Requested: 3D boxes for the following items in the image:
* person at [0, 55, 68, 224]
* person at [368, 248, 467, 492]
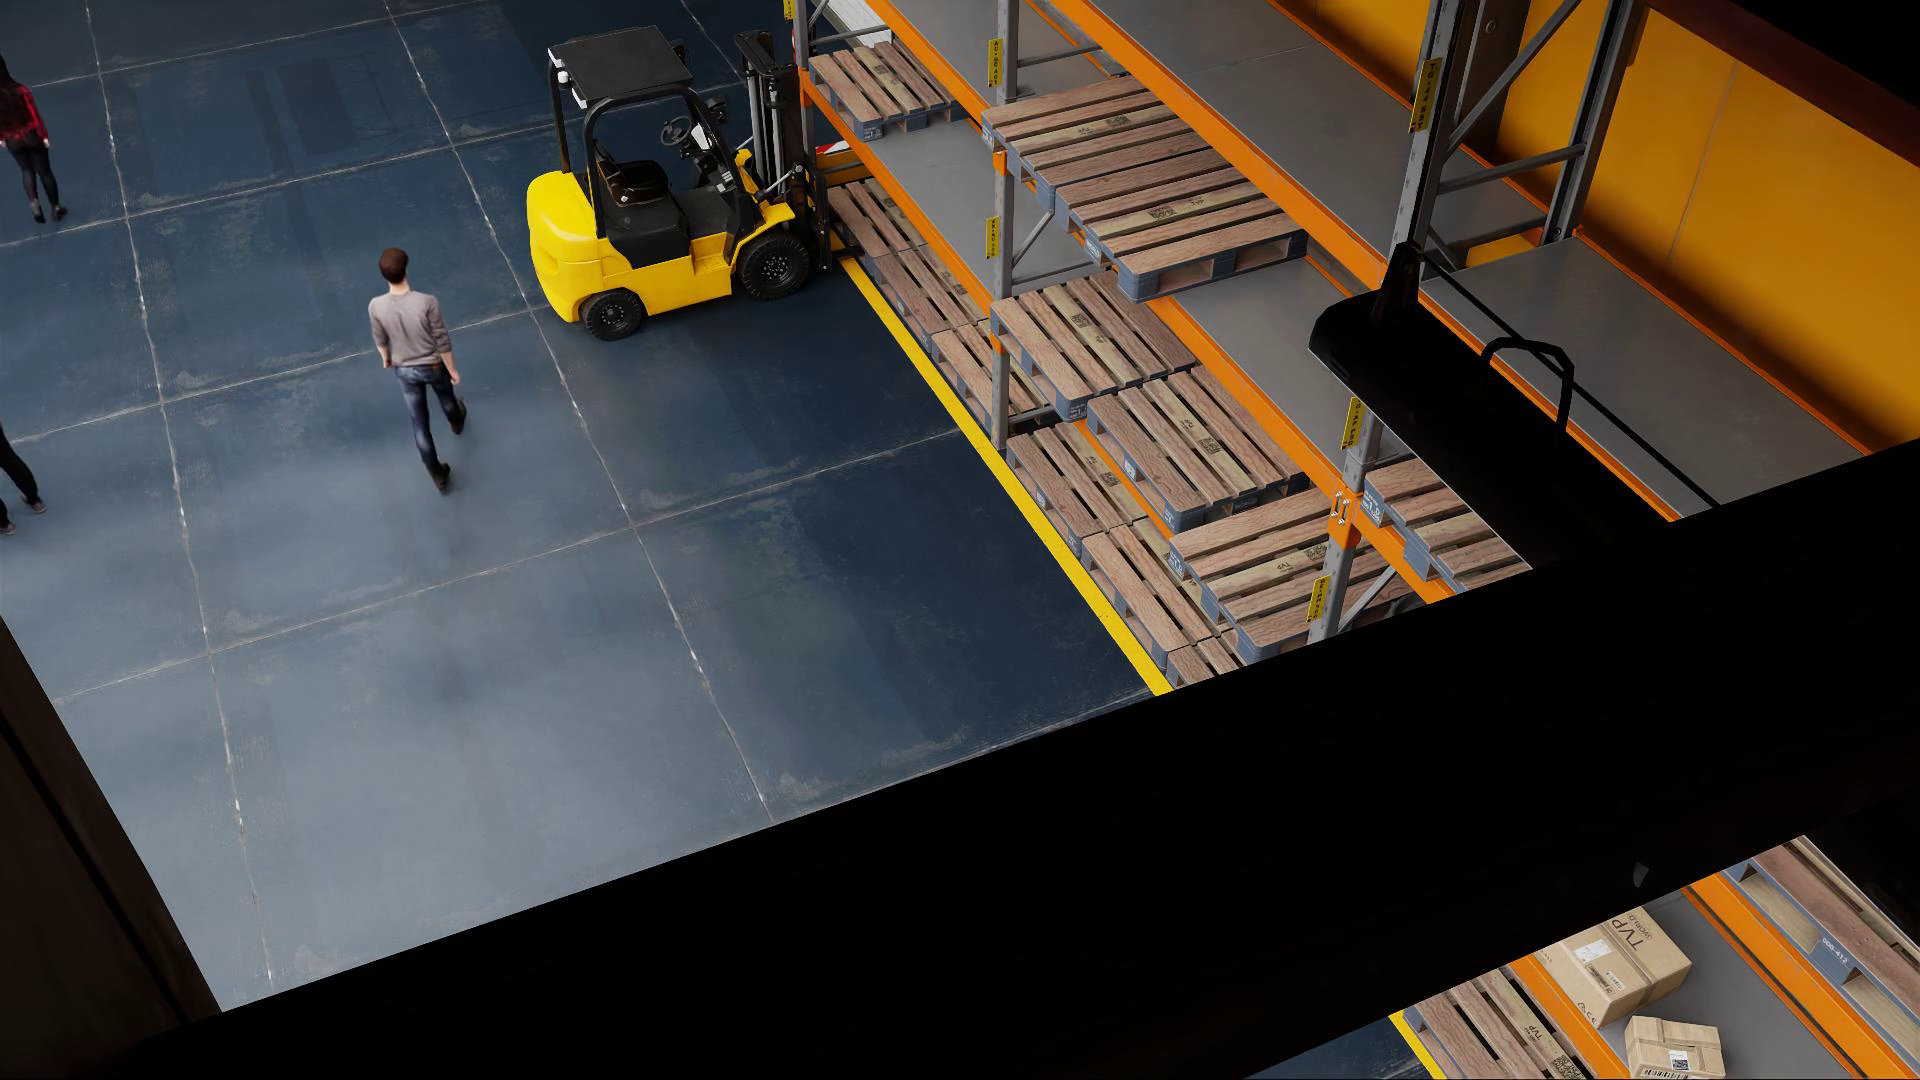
[{"bbox_3d":[-8.268,-3.489,14.654,0.693,1.649,0.812,-6,44,-7],"label":"person"},{"bbox_3d":[-3.932,-1.186,12.085,0.936,1.857,1.267,-6,44,-7],"label":"person"}]
